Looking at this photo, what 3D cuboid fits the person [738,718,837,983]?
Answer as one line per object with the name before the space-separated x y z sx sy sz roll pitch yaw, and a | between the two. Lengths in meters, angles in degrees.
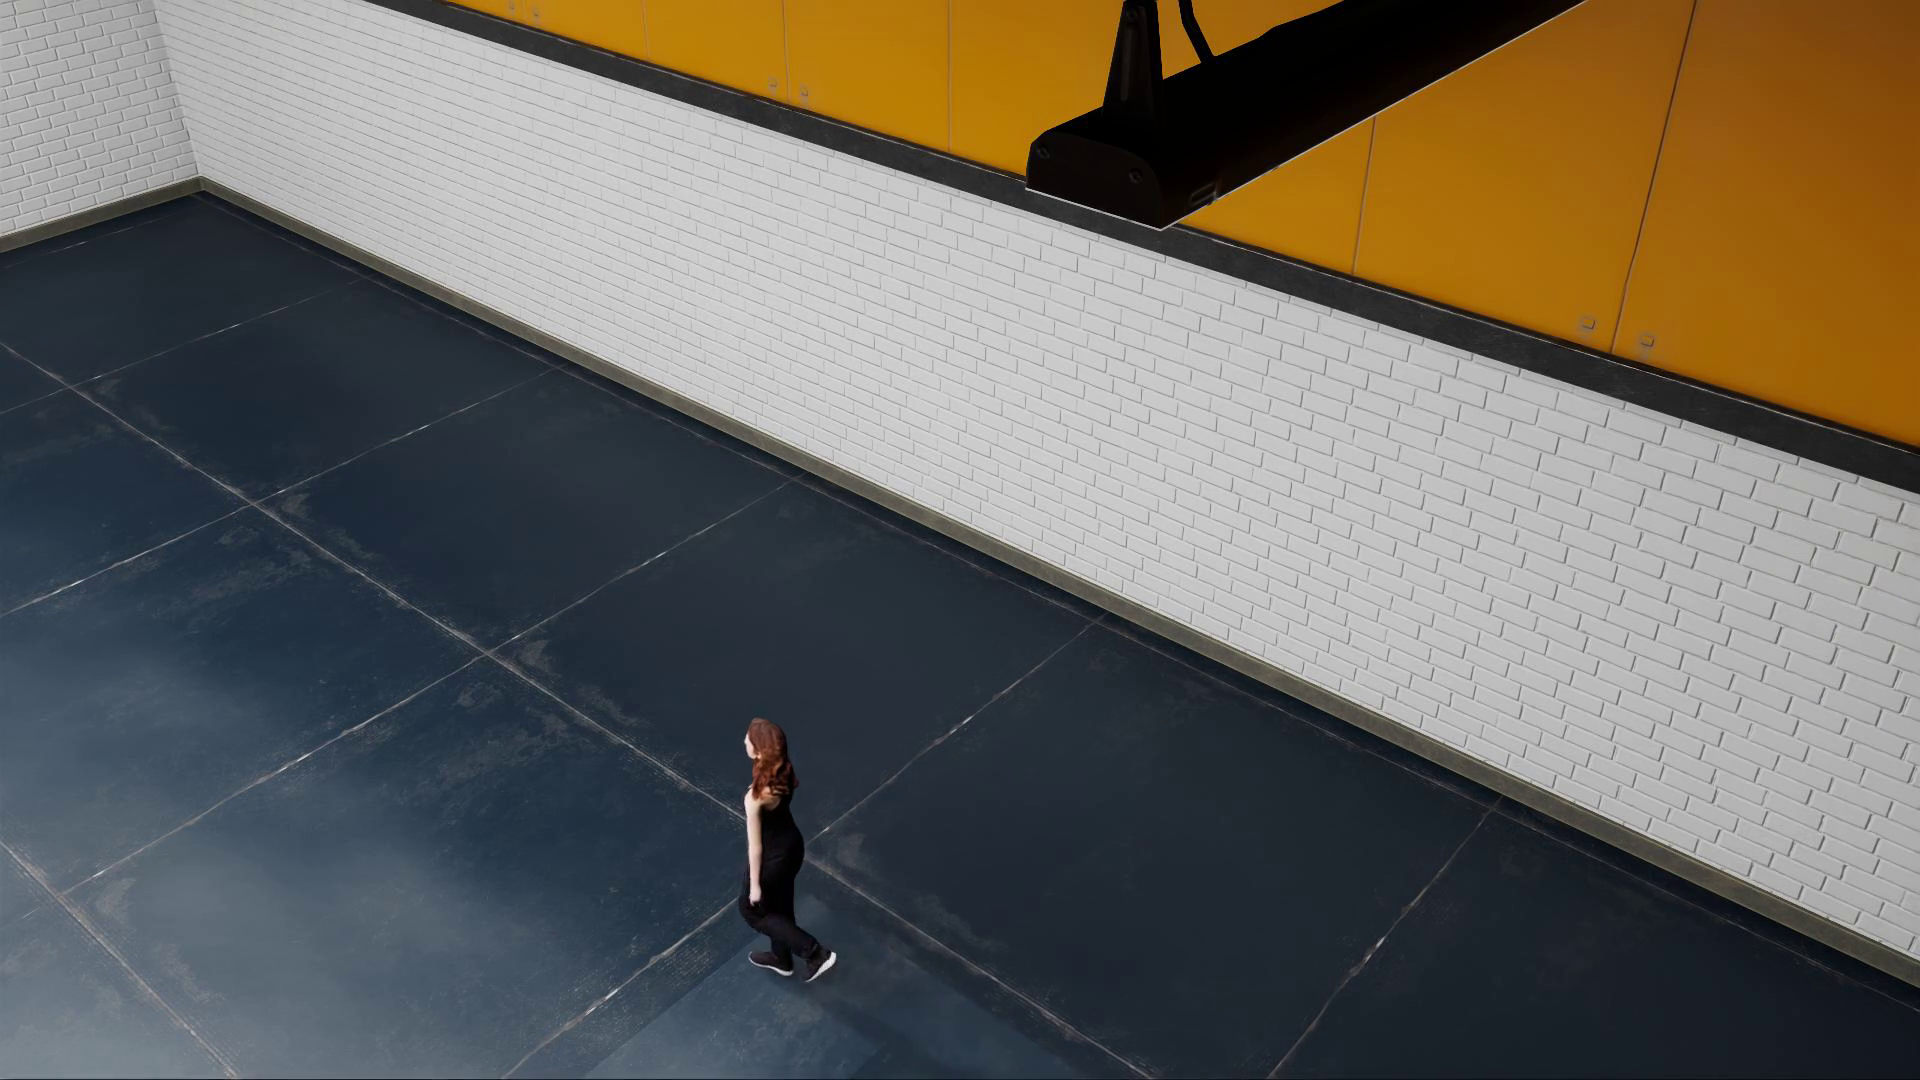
person | -0.886 1.656 8.592 0.808 1.739 0.807 12 35 17
